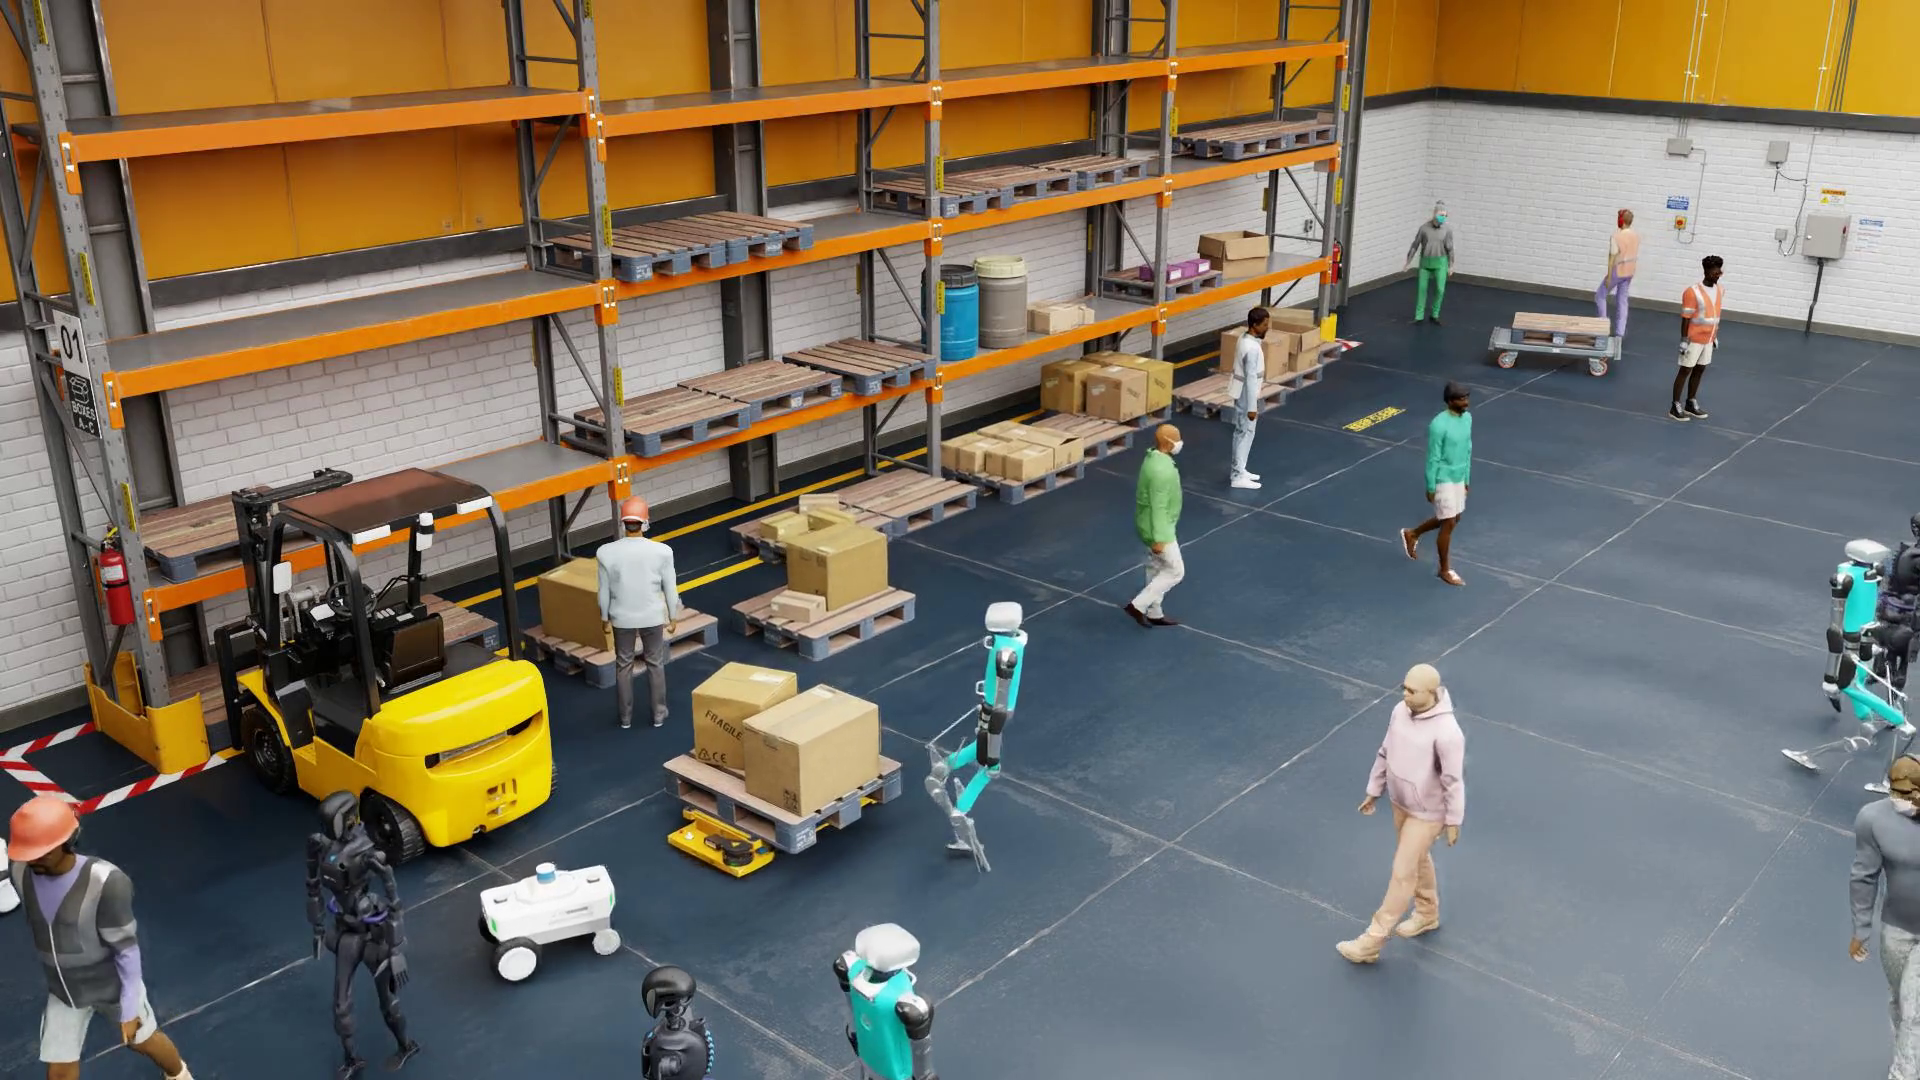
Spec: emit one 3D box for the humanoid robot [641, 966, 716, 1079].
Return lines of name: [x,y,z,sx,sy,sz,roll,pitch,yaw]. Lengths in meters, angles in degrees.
humanoid robot: [-1.130,2.466,6.815,0.315,1.657,0.599,-1,20,-2]

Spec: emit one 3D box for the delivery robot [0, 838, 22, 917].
delivery robot: [-5.929,2.003,9.715,0.499,0.598,0.769,11,23,27]

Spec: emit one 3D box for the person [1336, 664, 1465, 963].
person: [2.452,1.519,9.295,0.861,1.747,0.541,-8,22,-20]

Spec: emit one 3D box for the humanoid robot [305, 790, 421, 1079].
humanoid robot: [-2.973,1.960,8.237,0.588,1.648,0.489,7,21,19]

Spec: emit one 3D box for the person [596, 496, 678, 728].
person: [-2.319,0.524,12.010,0.572,1.738,0.350,-3,21,-9]

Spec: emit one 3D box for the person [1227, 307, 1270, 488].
person: [2.969,-1.468,17.174,0.410,1.907,0.596,1,20,2]

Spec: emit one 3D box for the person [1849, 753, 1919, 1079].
person: [4.590,1.923,8.024,0.799,1.879,0.707,-15,25,-35]

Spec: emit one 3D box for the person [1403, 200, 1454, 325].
person: [6.837,-4.040,24.246,0.687,1.842,0.365,7,21,18]

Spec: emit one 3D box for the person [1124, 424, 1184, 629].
person: [1.644,-0.097,13.641,0.424,1.769,0.556,0,20,-1]

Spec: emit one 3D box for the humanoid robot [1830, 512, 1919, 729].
humanoid robot: [6.668,0.579,11.952,0.571,1.637,0.612,3,20,8]

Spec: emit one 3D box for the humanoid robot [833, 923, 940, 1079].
humanoid robot: [-0.121,2.384,7.083,0.761,1.862,0.533,-17,26,-39]

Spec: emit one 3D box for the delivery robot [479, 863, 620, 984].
delivery robot: [-2.344,2.124,9.403,0.797,0.608,0.499,-9,22,-22]

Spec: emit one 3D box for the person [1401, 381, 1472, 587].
person: [4.283,-0.548,14.779,0.499,1.830,0.726,-16,26,-37]

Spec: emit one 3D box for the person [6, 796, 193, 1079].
person: [-3.985,2.027,7.600,0.612,1.976,1.074,3,21,9]

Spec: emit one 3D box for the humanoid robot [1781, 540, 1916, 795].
humanoid robot: [6.101,0.920,11.011,0.542,1.765,1.035,-14,25,-34]

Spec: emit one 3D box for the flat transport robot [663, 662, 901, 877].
flat transport robot: [-1.144,1.740,10.837,0.659,0.231,1.431,16,26,37]

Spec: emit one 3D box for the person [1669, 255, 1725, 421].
person: [8.700,-2.382,19.558,0.611,1.963,0.361,-10,23,-26]

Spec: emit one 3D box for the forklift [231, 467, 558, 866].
forklift: [-3.730,0.710,10.856,2.313,2.155,1.214,17,26,38]

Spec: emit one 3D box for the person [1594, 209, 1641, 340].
person: [9.235,-3.757,23.483,0.586,1.822,0.654,-10,23,-26]

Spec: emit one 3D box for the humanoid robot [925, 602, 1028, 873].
humanoid robot: [0.040,1.240,10.135,0.743,1.831,0.552,1,20,3]
